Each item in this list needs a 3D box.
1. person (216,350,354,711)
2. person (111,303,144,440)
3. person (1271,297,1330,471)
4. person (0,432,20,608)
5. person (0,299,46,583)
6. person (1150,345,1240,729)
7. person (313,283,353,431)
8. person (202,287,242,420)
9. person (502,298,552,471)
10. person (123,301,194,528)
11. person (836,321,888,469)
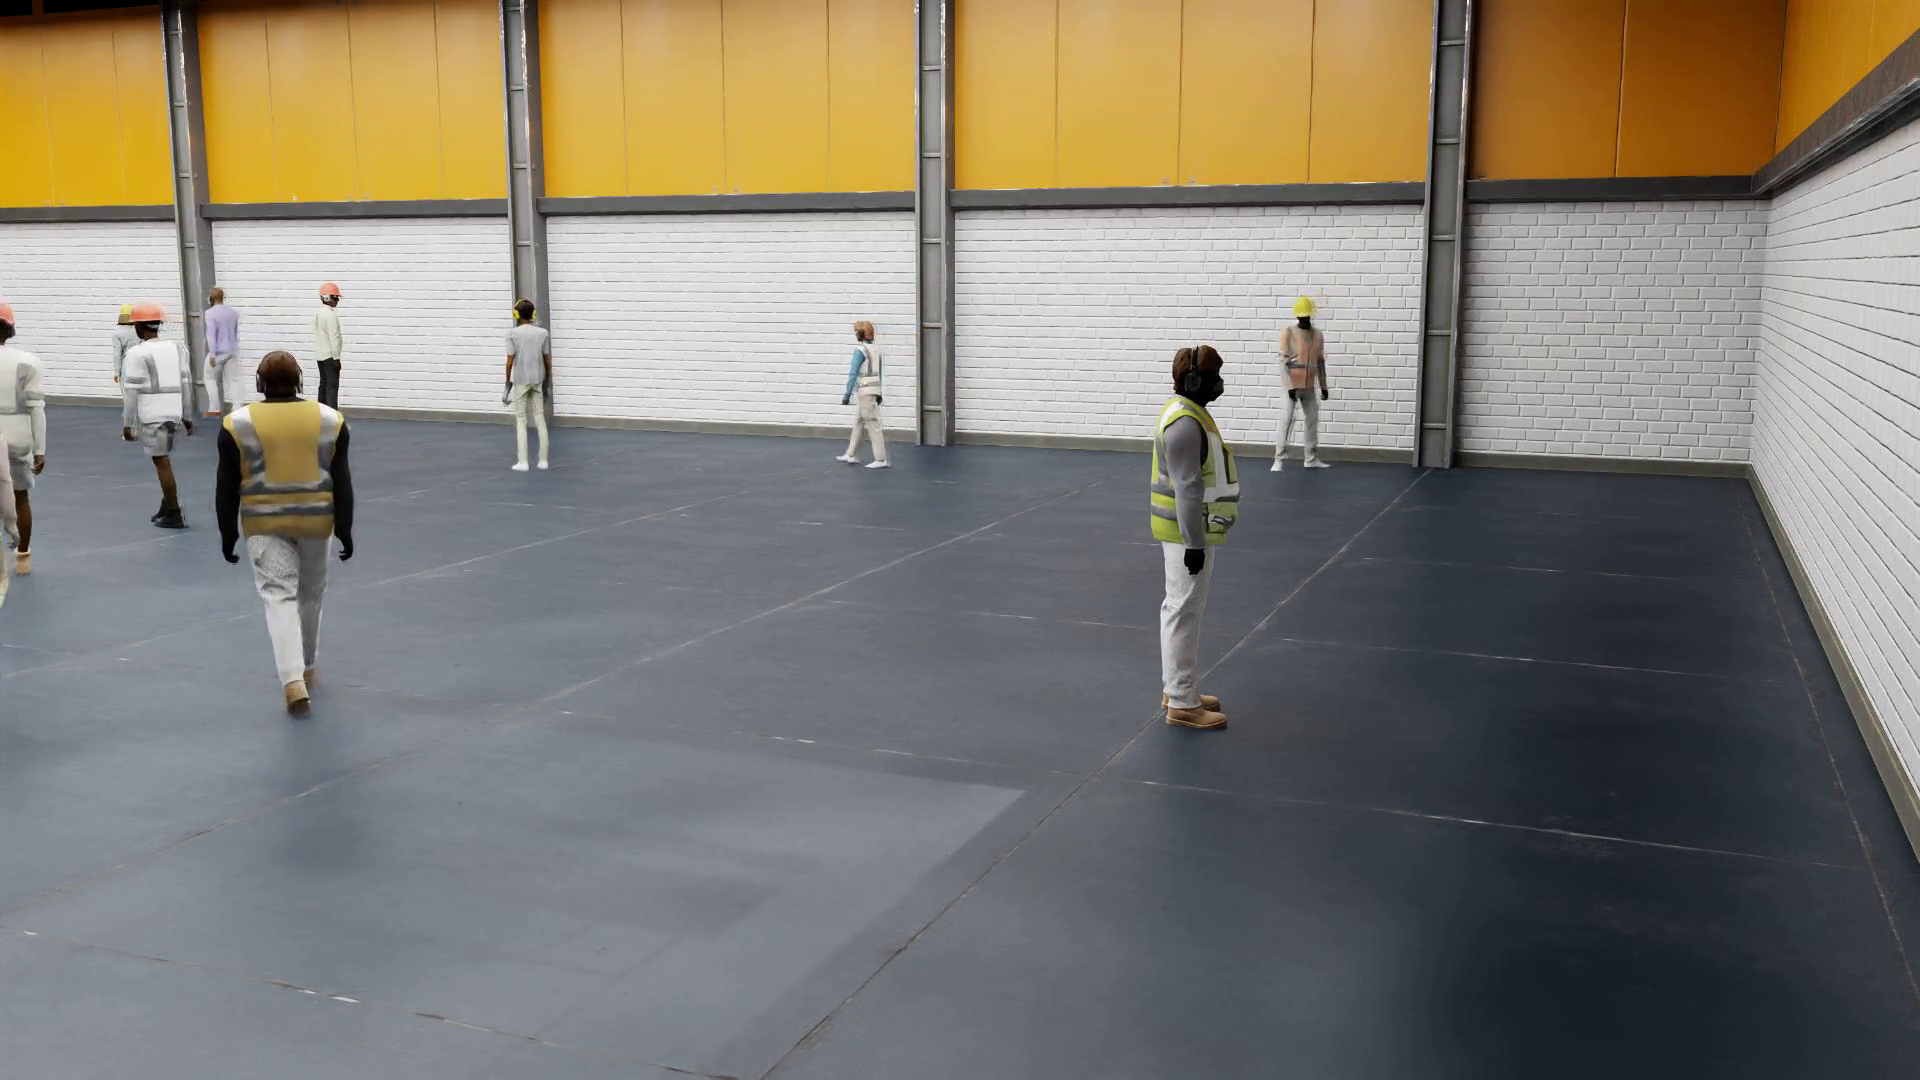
[{"bbox_3d":[-3.417,-0.063,8.457,0.637,1.805,0.939,-6,11,-30],"label":"person"},{"bbox_3d":[-10.587,-2.153,21.294,0.319,1.741,0.492,9,13,43],"label":"person"},{"bbox_3d":[3.752,-1.680,18.054,0.746,1.905,0.381,-5,10,-25],"label":"person"},{"bbox_3d":[-5.332,-0.047,8.878,0.520,1.618,0.455,-3,10,-19],"label":"person"},{"bbox_3d":[-6.677,-0.676,11.565,0.611,2.011,0.913,-5,11,-29],"label":"person"},{"bbox_3d":[1.137,-0.023,8.088,0.429,1.844,0.625,1,9,5],"label":"person"},{"bbox_3d":[-8.466,-2.454,22.363,0.392,1.991,0.612,-8,12,-40],"label":"person"},{"bbox_3d":[-10.663,-2.667,23.880,0.756,1.909,0.655,3,10,17],"label":"person"},{"bbox_3d":[-4.691,-1.683,18.060,0.534,1.868,0.311,-6,11,-34],"label":"person"},{"bbox_3d":[-6.839,-1.050,14.061,0.606,1.917,0.580,4,10,20],"label":"person"},{"bbox_3d":[-1.121,-1.588,18.260,0.776,1.607,0.531,3,10,19],"label":"person"}]
